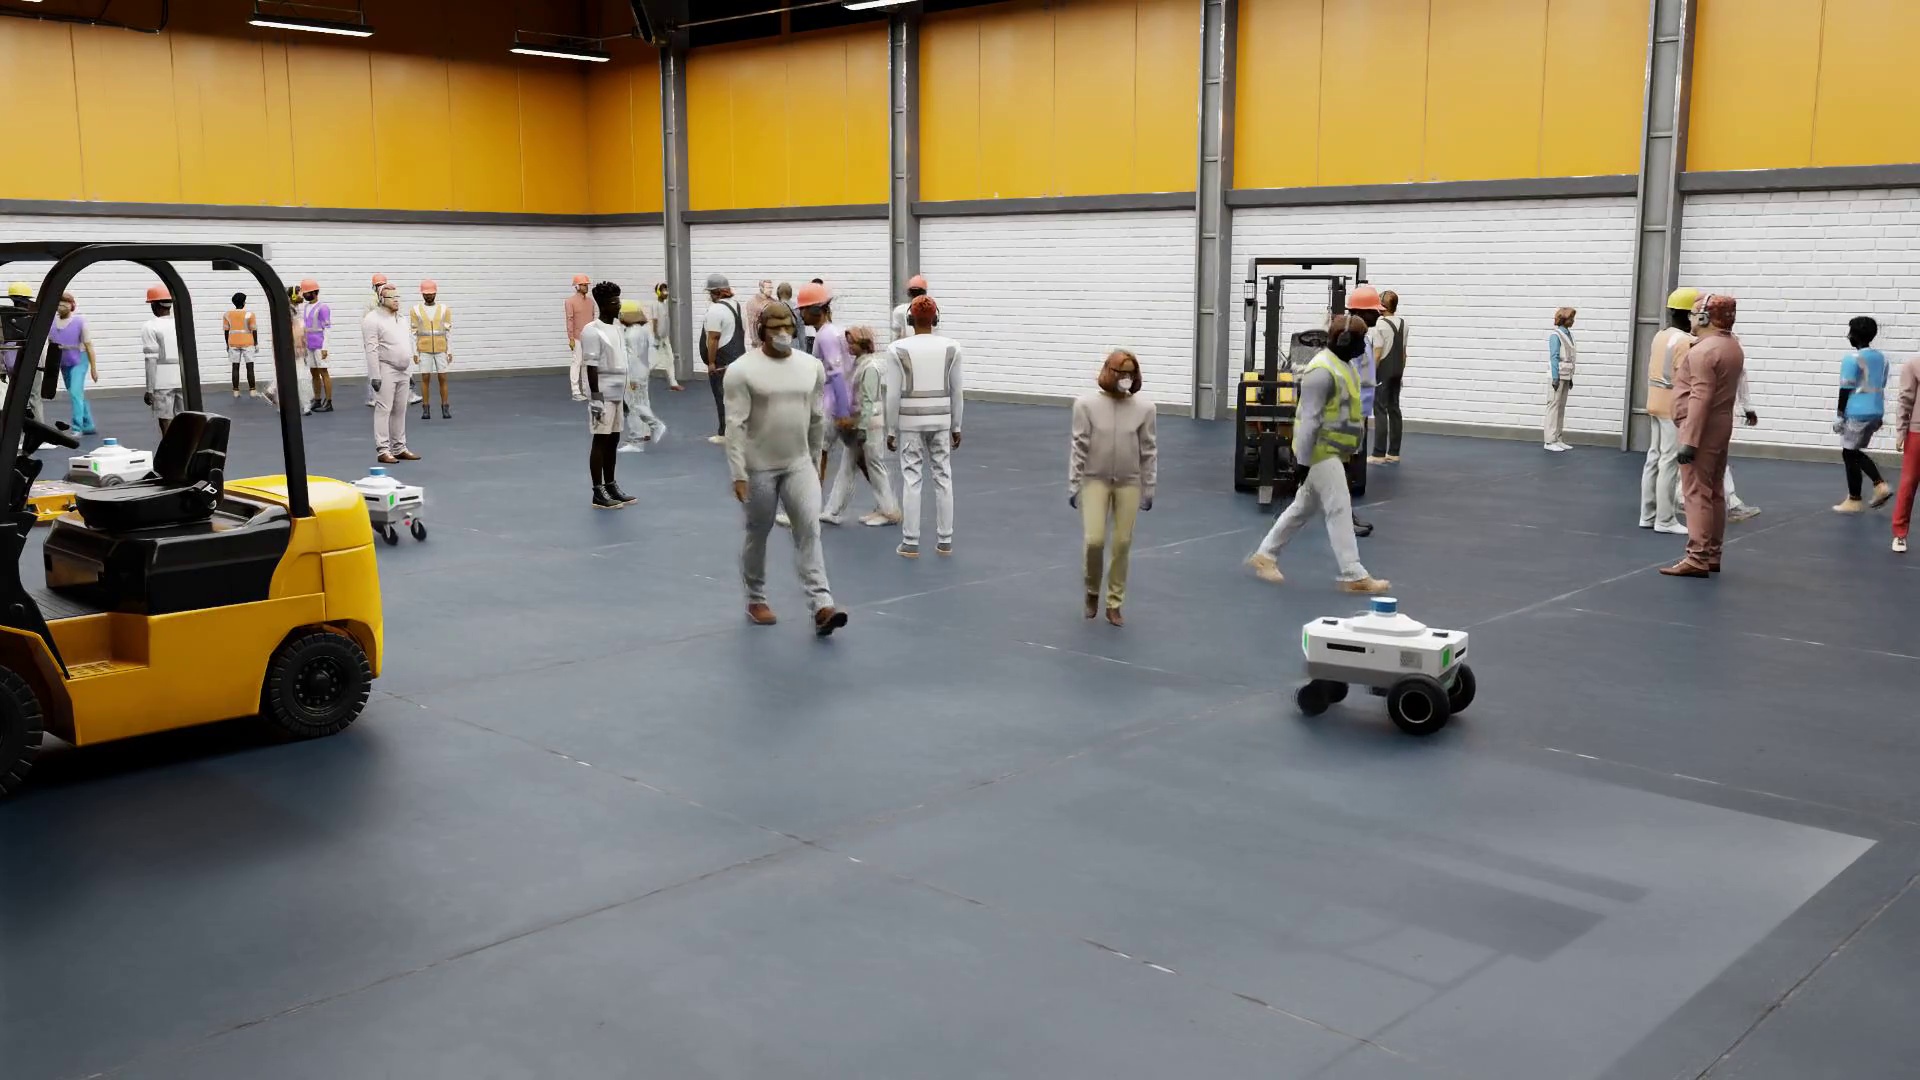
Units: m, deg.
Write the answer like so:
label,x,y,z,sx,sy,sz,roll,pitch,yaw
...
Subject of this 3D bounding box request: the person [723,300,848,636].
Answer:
label,x,y,z,sx,sy,sz,roll,pitch,yaw
person,-0.994,-0.393,9.398,0.641,1.883,1.017,-4,10,-25

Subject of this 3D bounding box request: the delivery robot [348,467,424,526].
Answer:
label,x,y,z,sx,sy,sz,roll,pitch,yaw
delivery robot,-4.436,-0.313,12.690,0.707,0.478,0.477,6,11,31

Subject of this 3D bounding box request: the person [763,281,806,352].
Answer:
label,x,y,z,sx,sy,sz,roll,pitch,yaw
person,-2.422,-2.679,23.380,0.631,1.902,0.928,-9,13,-42

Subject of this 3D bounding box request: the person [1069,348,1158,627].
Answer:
label,x,y,z,sx,sy,sz,roll,pitch,yaw
person,0.888,-0.299,9.615,0.518,1.615,0.341,-1,9,-6

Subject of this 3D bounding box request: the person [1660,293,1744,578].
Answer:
label,x,y,z,sx,sy,sz,roll,pitch,yaw
person,4.996,-0.702,11.229,0.405,1.906,0.653,8,12,41

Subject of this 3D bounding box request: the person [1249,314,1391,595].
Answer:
label,x,y,z,sx,sy,sz,roll,pitch,yaw
person,2.306,-0.561,10.748,0.957,1.795,0.666,5,10,26

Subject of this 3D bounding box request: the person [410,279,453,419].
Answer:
label,x,y,z,sx,sy,sz,roll,pitch,yaw
person,-7.288,-2.626,22.965,0.543,1.931,0.383,-4,10,-21

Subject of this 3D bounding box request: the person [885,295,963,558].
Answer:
label,x,y,z,sx,sy,sz,roll,pitch,yaw
person,-0.258,-0.809,11.959,0.575,1.882,0.355,-3,10,-16

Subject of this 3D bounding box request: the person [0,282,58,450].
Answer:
label,x,y,z,sx,sy,sz,roll,pitch,yaw
person,-10.683,-1.979,19.001,0.594,1.923,0.371,0,9,1

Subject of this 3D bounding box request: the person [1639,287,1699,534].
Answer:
label,x,y,z,sx,sy,sz,roll,pitch,yaw
person,5.607,-1.013,13.068,0.388,1.926,0.590,0,9,0

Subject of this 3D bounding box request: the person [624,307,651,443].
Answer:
label,x,y,z,sx,sy,sz,roll,pitch,yaw
person,-3.851,-1.969,19.854,0.290,1.627,0.504,1,9,9

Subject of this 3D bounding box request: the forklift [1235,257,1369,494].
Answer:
label,x,y,z,sx,sy,sz,roll,pitch,yaw
forklift,3.309,-1.629,16.029,1.214,2.155,2.313,2,9,11

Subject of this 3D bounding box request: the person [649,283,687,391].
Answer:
label,x,y,z,sx,sy,sz,roll,pitch,yaw
person,-5.110,-3.445,28.279,0.840,1.837,0.538,2,10,14

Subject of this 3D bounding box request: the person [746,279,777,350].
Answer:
label,x,y,z,sx,sy,sz,roll,pitch,yaw
person,-3.172,-3.287,27.106,0.400,1.905,0.646,9,13,43

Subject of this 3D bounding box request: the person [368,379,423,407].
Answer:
label,x,y,z,sx,sy,sz,roll,pitch,yaw
person,-8.501,-2.839,24.896,0.925,1.718,0.521,1,9,9

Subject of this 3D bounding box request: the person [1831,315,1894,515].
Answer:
label,x,y,z,sx,sy,sz,roll,pitch,yaw
person,7.592,-1.045,14.022,0.534,1.684,0.382,-6,11,-32

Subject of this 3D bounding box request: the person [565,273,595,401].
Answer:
label,x,y,z,sx,sy,sz,roll,pitch,yaw
person,-5.957,-3.197,26.245,0.375,1.997,0.612,5,11,29

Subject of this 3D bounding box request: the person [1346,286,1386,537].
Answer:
label,x,y,z,sx,sy,sz,roll,pitch,yaw
person,3.103,-1.004,12.981,0.377,1.938,0.547,4,10,22

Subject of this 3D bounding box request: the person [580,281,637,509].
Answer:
label,x,y,z,sx,sy,sz,roll,pitch,yaw
person,-3.055,-1.259,14.459,0.368,1.966,0.603,2,9,12

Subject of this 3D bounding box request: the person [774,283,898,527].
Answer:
label,x,y,z,sx,sy,sz,roll,pitch,yaw
person,-0.974,-1.068,13.344,1.010,1.971,0.627,1,9,4

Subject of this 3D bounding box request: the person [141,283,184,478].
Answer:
label,x,y,z,sx,sy,sz,roll,pitch,yaw
person,-7.663,-1.510,16.093,0.378,1.932,0.551,5,10,28

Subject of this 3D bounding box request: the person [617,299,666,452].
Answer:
label,x,y,z,sx,sy,sz,roll,pitch,yaw
person,-3.653,-1.860,18.862,0.488,1.724,0.538,-1,9,-4

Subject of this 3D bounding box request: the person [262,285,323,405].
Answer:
label,x,y,z,sx,sy,sz,roll,pitch,yaw
person,-10.170,-2.951,25.282,0.940,1.833,0.529,-2,9,-12

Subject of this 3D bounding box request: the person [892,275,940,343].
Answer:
label,x,y,z,sx,sy,sz,roll,pitch,yaw
person,-0.556,-2.326,20.947,0.623,1.994,1.032,1,9,6

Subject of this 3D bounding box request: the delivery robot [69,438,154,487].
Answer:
label,x,y,z,sx,sy,sz,roll,pitch,yaw
delivery robot,-7.563,-0.664,14.837,0.477,0.478,0.707,3,10,18

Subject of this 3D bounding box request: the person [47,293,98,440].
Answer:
label,x,y,z,sx,sy,sz,roll,pitch,yaw
person,-10.819,-2.119,20.327,0.629,1.791,0.780,3,10,17

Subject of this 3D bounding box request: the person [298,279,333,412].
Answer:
label,x,y,z,sx,sy,sz,roll,pitch,yaw
person,-9.341,-2.809,24.080,0.542,1.928,0.374,7,11,35

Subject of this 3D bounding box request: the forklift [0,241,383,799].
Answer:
label,x,y,z,sx,sy,sz,roll,pitch,yaw
forklift,-3.706,-0.171,7.093,1.214,2.155,2.313,9,13,43

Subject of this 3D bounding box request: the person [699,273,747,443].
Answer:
label,x,y,z,sx,sy,sz,roll,pitch,yaw
person,-2.852,-2.185,19.906,0.536,2.000,0.692,4,10,22

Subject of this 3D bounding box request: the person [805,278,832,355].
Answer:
label,x,y,z,sx,sy,sz,roll,pitch,yaw
person,-2.332,-3.274,26.959,0.600,1.917,0.376,6,11,31

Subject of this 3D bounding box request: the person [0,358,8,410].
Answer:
label,x,y,z,sx,sy,sz,roll,pitch,yaw
person,-12.137,-2.210,20.681,0.633,1.839,0.429,-1,9,-9

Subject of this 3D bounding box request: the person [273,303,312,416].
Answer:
label,x,y,z,sx,sy,sz,roll,pitch,yaw
person,-9.338,-2.509,23.240,0.538,1.596,0.862,-9,13,-44

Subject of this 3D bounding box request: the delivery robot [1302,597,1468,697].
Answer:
label,x,y,z,sx,sy,sz,roll,pitch,yaw
delivery robot,1.948,0.508,7.654,0.707,0.478,0.477,6,11,31

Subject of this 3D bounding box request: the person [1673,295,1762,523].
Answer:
label,x,y,z,sx,sy,sz,roll,pitch,yaw
person,6.293,-1.072,13.668,0.599,1.840,0.935,-6,11,-33

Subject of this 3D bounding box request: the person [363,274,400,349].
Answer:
label,x,y,z,sx,sy,sz,roll,pitch,yaw
person,-9.137,-3.208,26.320,0.612,1.995,0.382,-8,12,-41

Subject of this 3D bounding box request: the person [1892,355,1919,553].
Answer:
label,x,y,z,sx,sy,sz,roll,pitch,yaw
person,7.089,-0.771,12.089,0.533,1.765,0.331,2,9,11

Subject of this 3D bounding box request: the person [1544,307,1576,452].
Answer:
label,x,y,z,sx,sy,sz,roll,pitch,yaw
person,6.856,-1.834,18.990,0.307,1.639,0.513,7,12,37

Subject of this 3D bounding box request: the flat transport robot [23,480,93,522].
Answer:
label,x,y,z,sx,sy,sz,roll,pitch,yaw
flat transport robot,-7.731,-0.342,14.022,1.431,0.197,0.652,8,12,41

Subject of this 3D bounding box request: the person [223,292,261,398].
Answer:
label,x,y,z,sx,sy,sz,roll,pitch,yaw
person,-11.523,-3.119,26.688,0.540,1.695,0.317,-1,9,-3

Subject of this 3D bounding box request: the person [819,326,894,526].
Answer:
label,x,y,z,sx,sy,sz,roll,pitch,yaw
person,-0.838,-0.894,13.287,0.705,1.602,0.541,-4,10,-22

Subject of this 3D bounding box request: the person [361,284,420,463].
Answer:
label,x,y,z,sx,sy,sz,roll,pitch,yaw
person,-6.085,-1.780,17.840,0.408,1.908,0.643,3,10,18

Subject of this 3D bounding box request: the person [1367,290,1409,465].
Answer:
label,x,y,z,sx,sy,sz,roll,pitch,yaw
person,4.518,-1.718,17.641,0.514,1.845,0.336,-6,11,-34
